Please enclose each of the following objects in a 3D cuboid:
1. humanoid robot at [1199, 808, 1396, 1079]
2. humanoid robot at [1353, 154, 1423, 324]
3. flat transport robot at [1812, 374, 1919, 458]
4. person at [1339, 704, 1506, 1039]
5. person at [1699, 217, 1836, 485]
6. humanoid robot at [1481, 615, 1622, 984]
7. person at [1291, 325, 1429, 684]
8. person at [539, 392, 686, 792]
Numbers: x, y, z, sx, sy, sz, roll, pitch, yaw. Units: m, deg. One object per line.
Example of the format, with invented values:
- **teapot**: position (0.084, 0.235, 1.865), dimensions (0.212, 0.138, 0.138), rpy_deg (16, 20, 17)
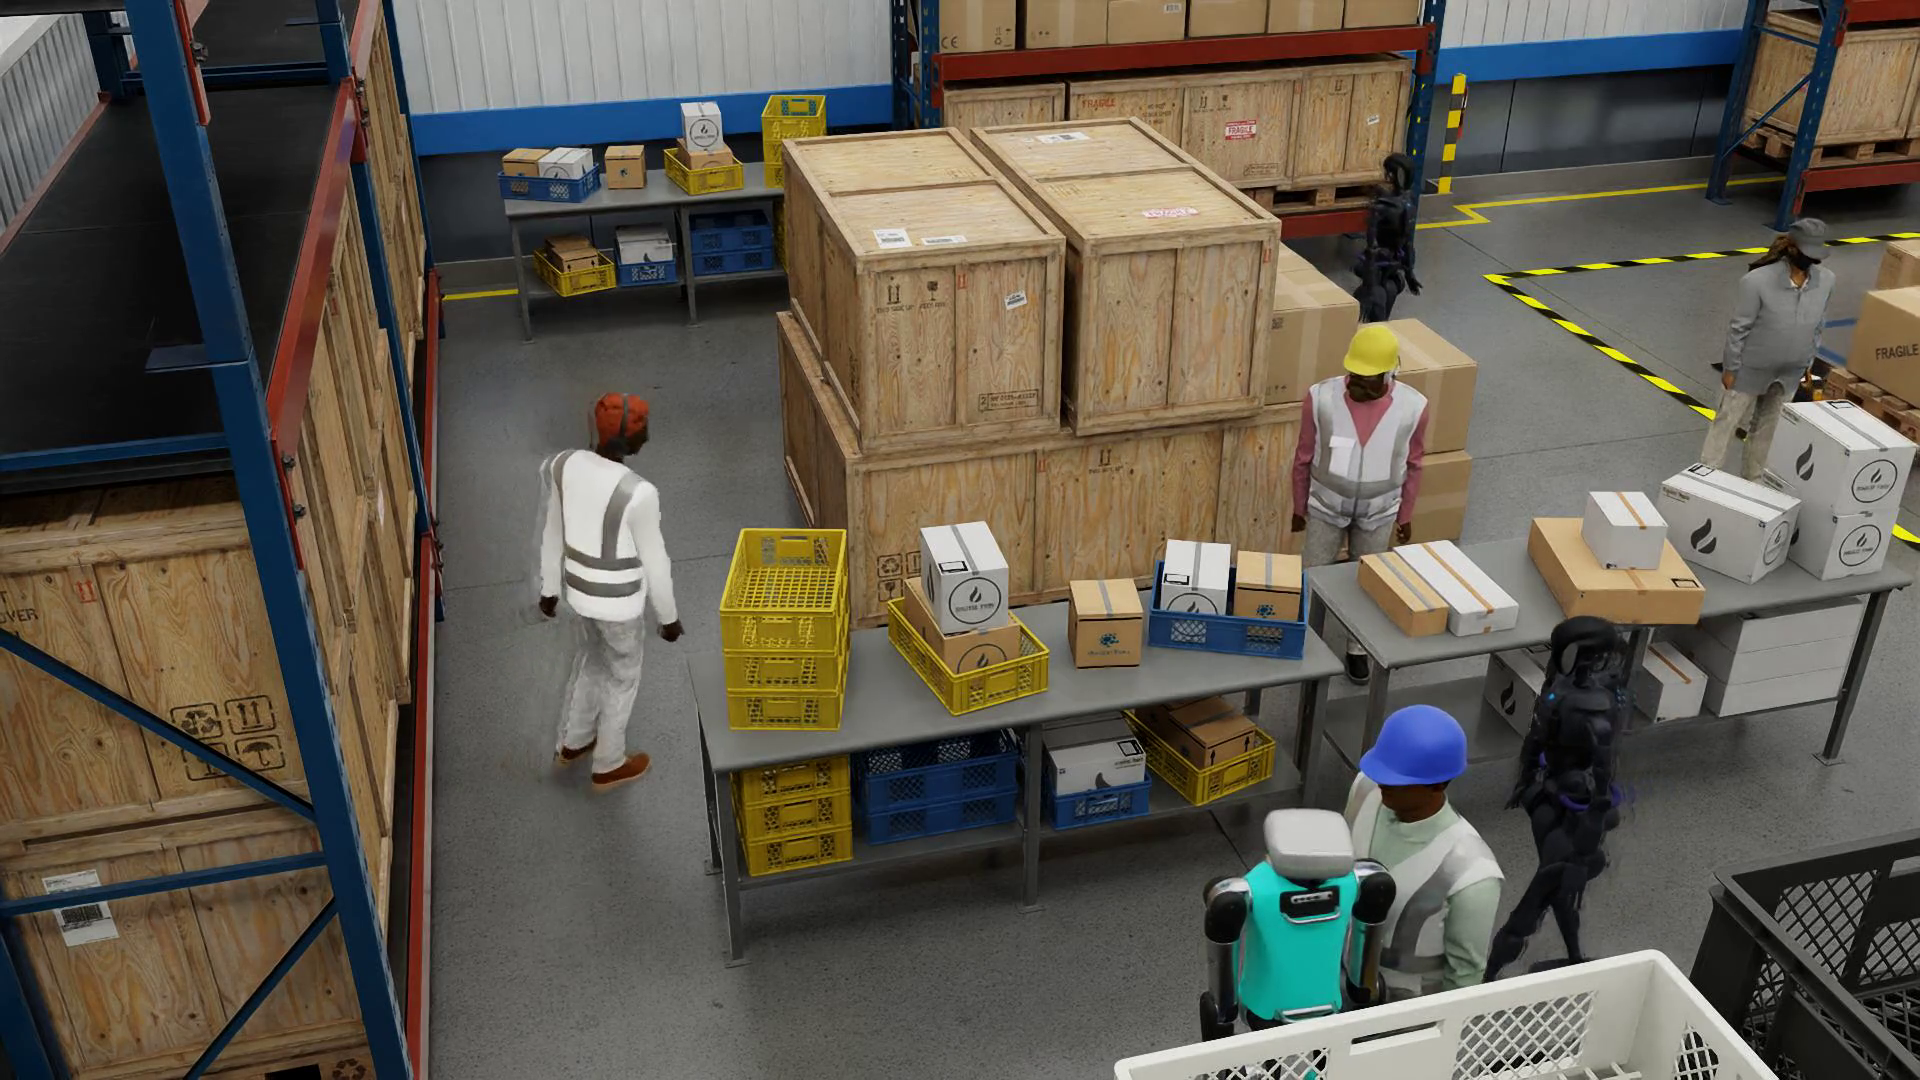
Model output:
- **humanoid robot**: position (0.967, 1.603, 4.583), dimensions (0.533, 1.690, 0.741), rpy_deg (-5, 29, -9)
- **humanoid robot**: position (2.772, -1.667, 10.691), dimensions (0.538, 1.644, 0.600), rpy_deg (24, 37, 36)
- **flat transport robot**: position (6.104, -0.708, 10.372), dimensions (0.652, 0.197, 1.431), rpy_deg (-7, 30, -13)
- **person**: position (1.285, 1.309, 5.000), dimensions (0.388, 1.949, 0.601), rpy_deg (-13, 32, -23)
- **person**: position (4.526, -0.969, 9.324), dimensions (0.564, 1.762, 0.406), rpy_deg (-4, 29, -7)
- **humanoid robot**: position (2.082, 0.971, 5.915), dimensions (0.720, 1.629, 0.610), rpy_deg (-2, 29, -3)
- **person**: position (1.841, -0.156, 7.782), dimensions (0.590, 1.828, 0.404), rpy_deg (5, 29, 9)
- **person**: position (-1.473, 0.245, 7.023), dimensions (0.598, 1.855, 0.449), rpy_deg (22, 36, 34)
